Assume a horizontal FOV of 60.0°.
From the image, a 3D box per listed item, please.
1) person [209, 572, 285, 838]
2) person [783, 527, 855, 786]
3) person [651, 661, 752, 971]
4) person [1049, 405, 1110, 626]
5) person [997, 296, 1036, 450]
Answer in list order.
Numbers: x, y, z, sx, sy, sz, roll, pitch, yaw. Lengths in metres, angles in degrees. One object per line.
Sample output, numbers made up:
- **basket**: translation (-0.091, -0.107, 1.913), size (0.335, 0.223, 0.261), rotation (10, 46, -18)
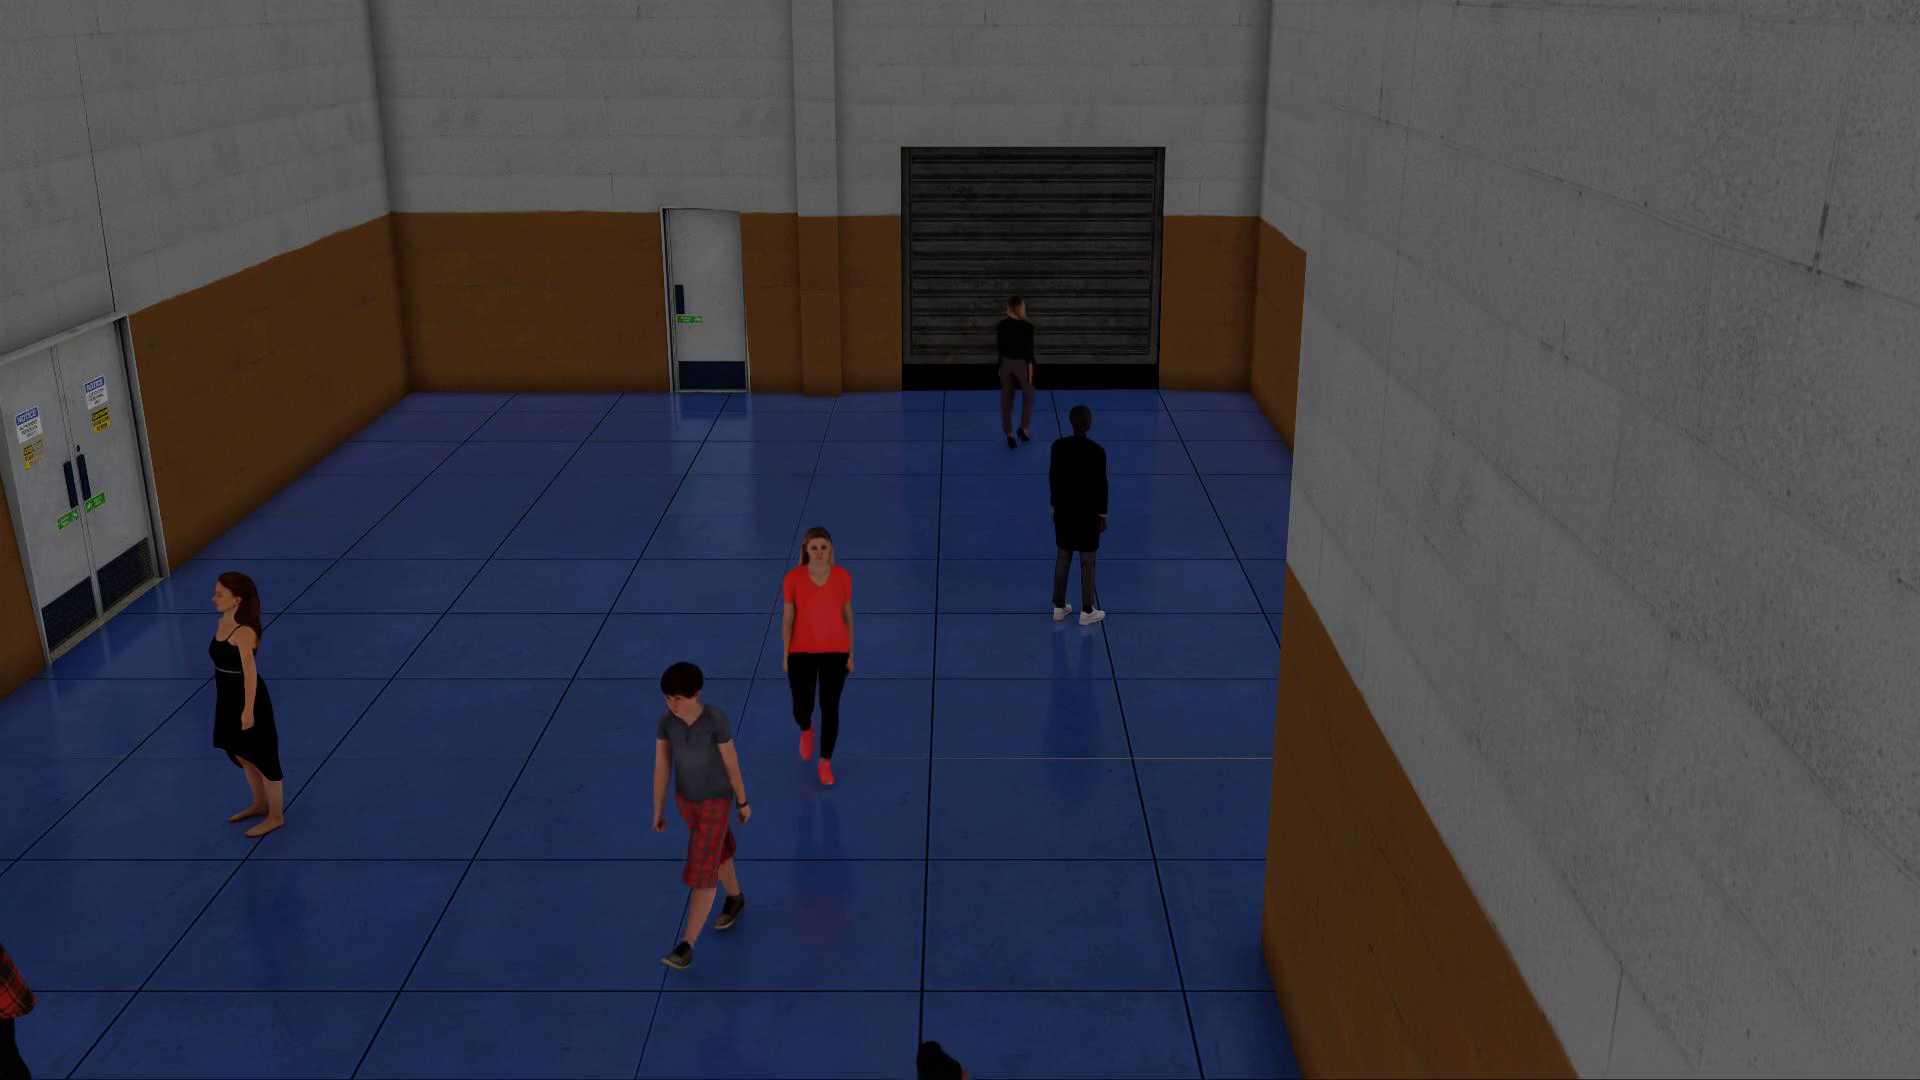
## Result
- **person**: translation (-4.247, 0.959, 9.899), size (0.735, 1.625, 0.679), rotation (-16, 24, -39)
- **person**: translation (-0.908, 0.705, 10.555), size (0.731, 1.687, 0.752), rotation (-4, 19, -12)
- **person**: translation (-1.291, 1.358, 8.721), size (1.131, 1.608, 0.965), rotation (7, 20, 20)
- **person**: translation (0.919, -0.206, 13.142), size (0.676, 1.761, 0.794), rotation (11, 21, 29)
- **person**: translation (0.565, -1.782, 17.979), size (0.697, 1.657, 0.780), rotation (7, 20, 20)
